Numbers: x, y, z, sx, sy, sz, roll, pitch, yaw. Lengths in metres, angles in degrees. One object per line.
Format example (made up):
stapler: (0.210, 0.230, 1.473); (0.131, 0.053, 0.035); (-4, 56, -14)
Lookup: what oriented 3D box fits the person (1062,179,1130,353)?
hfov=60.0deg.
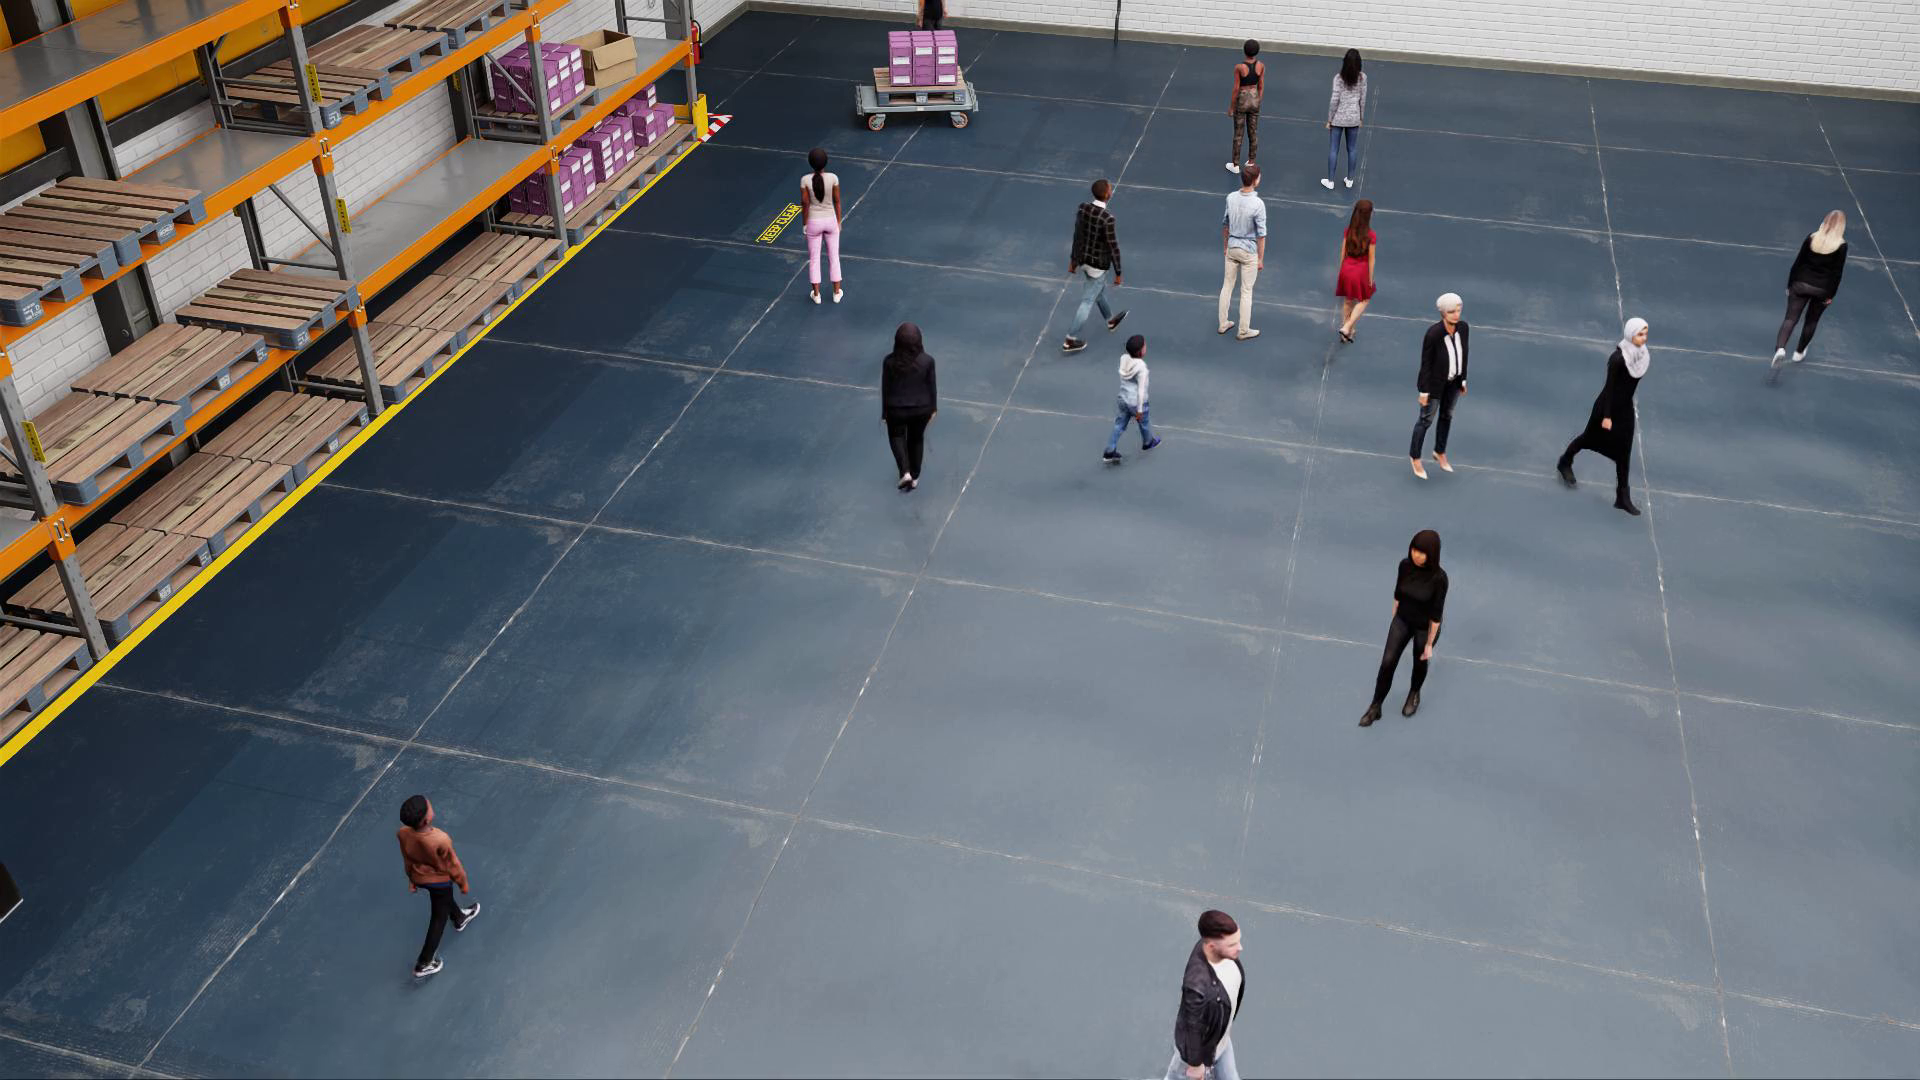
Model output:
person: (1.286, -2.728, 16.795); (1.293, 1.773, 1.158); (-23, 40, -30)

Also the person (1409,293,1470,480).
person: (4.271, -1.369, 14.606); (0.838, 1.780, 0.787); (-13, 36, -19)

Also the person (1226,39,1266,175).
person: (3.619, -5.487, 21.012); (0.658, 1.700, 0.672); (-7, 34, -10)

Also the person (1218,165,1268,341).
person: (2.901, -2.967, 17.087); (0.732, 1.847, 0.717); (28, 43, 35)

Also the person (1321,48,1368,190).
person: (4.762, -5.213, 20.570); (0.676, 1.731, 0.651); (-3, 34, -5)

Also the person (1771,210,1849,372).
person: (8.396, -2.431, 16.450); (0.869, 1.659, 1.128); (23, 40, 30)

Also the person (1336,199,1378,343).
person: (4.013, -2.701, 16.960); (0.695, 1.544, 0.817); (24, 41, 32)

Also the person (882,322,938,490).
person: (-0.443, -1.105, 14.505); (0.804, 1.604, 0.879); (-5, 34, -7)

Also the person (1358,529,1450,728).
person: (3.318, 0.583, 11.952); (0.767, 1.619, 0.943); (23, 40, 30)

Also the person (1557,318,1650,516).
person: (5.590, -1.139, 14.445); (1.120, 1.726, 1.216); (-15, 37, -22)

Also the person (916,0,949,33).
person: (-0.352, -7.686, 24.236); (0.972, 1.791, 0.742); (29, 43, 36)

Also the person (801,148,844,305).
person: (-1.474, -3.364, 17.780); (0.640, 1.741, 0.640); (-5, 34, -7)

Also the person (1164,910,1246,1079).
person: (1.189, 2.596, 8.747); (0.876, 1.814, 1.128); (16, 37, 22)

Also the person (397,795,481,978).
person: (-3.214, 2.082, 10.042); (0.597, 1.236, 0.920); (13, 36, 18)

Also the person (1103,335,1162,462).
person: (1.517, -1.257, 15.068); (0.943, 1.234, 0.807); (-24, 41, -32)
